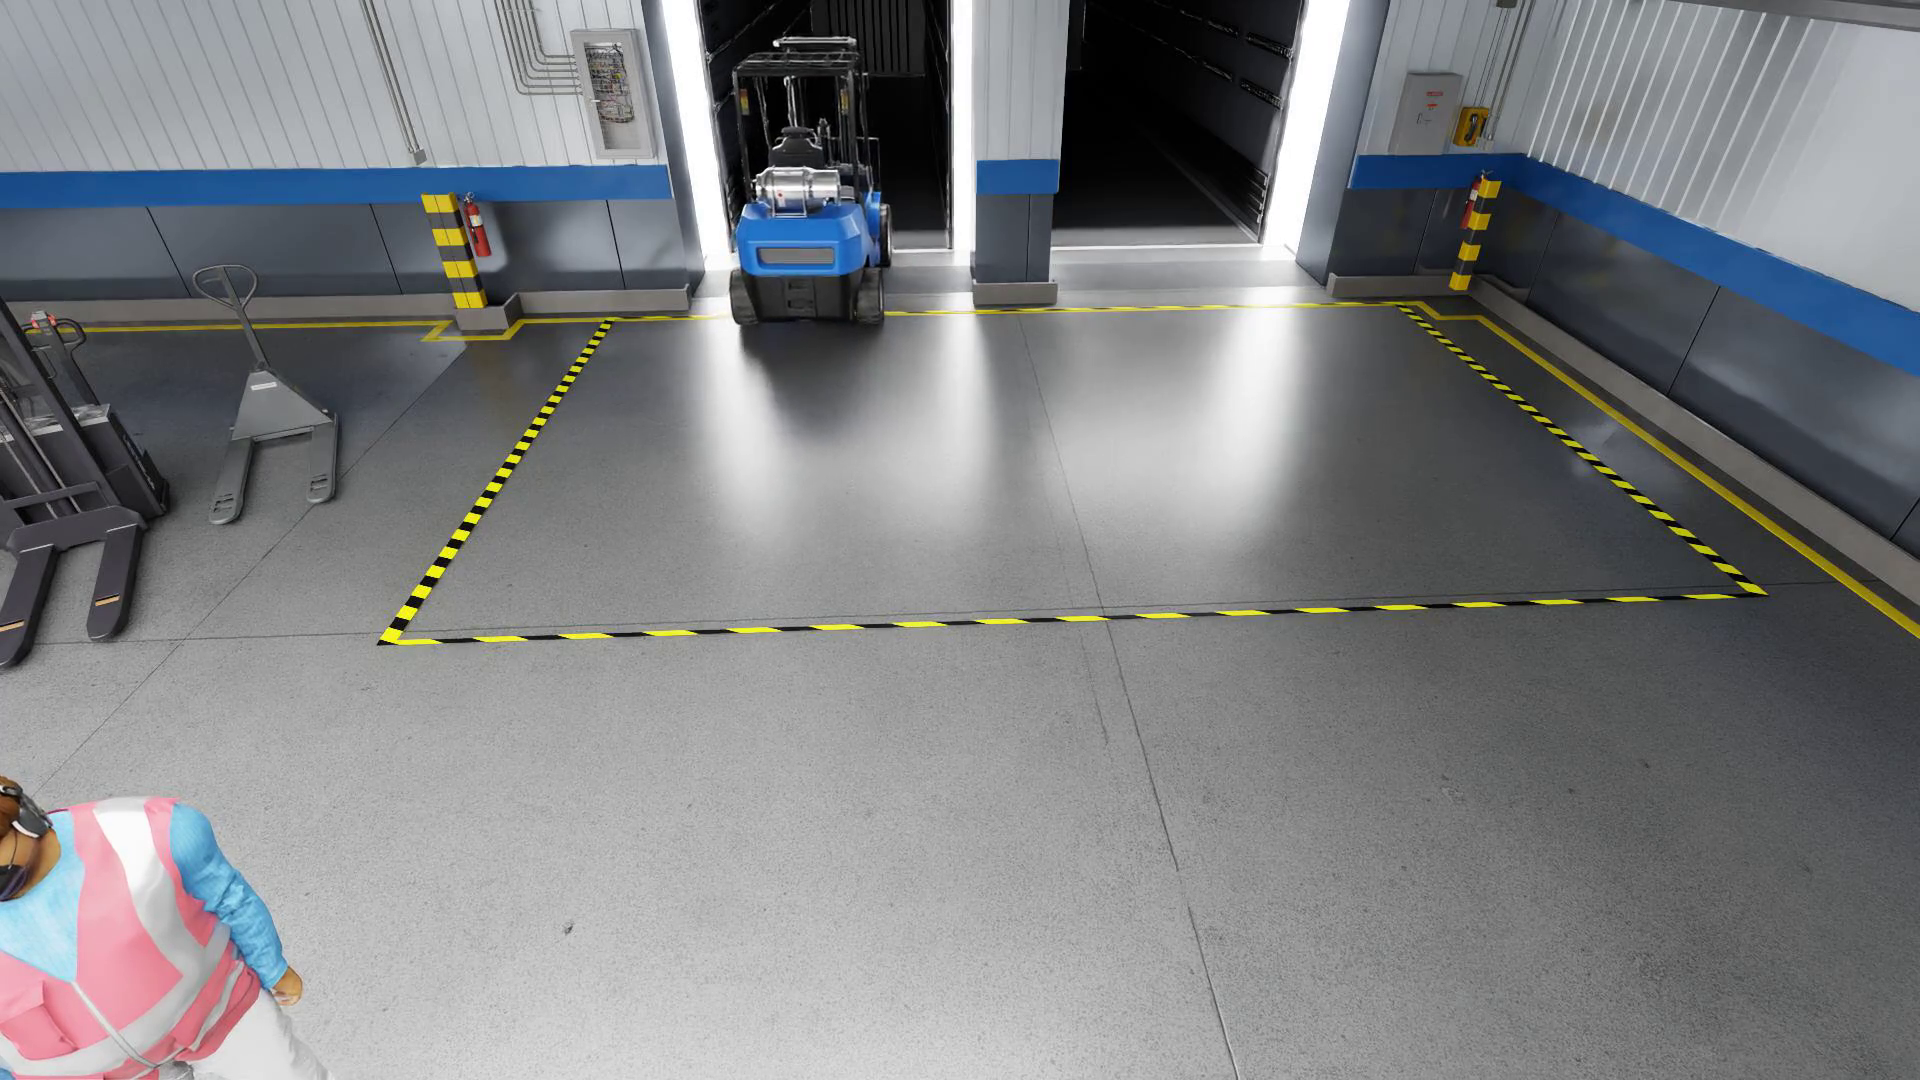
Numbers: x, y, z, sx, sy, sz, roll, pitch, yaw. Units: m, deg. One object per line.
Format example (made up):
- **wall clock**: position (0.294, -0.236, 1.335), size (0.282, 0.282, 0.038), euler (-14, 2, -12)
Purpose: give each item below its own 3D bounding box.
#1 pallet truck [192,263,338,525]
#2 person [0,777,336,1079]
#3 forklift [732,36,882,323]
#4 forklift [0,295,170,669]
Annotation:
- **pallet truck**: position (-4.778, -1.027, 6.128), size (0.680, 1.201, 1.601), euler (-17, 38, -23)
- **person**: position (-2.045, 1.247, 2.334), size (0.624, 1.844, 0.429), euler (-29, 44, -35)
- **forklift**: position (-1.402, -3.479, 8.660), size (1.157, 2.036, 2.680), euler (0, 35, 0)
- **forklift**: position (-5.212, -0.618, 4.878), size (0.823, 1.965, 1.885), euler (-20, 39, -26)
